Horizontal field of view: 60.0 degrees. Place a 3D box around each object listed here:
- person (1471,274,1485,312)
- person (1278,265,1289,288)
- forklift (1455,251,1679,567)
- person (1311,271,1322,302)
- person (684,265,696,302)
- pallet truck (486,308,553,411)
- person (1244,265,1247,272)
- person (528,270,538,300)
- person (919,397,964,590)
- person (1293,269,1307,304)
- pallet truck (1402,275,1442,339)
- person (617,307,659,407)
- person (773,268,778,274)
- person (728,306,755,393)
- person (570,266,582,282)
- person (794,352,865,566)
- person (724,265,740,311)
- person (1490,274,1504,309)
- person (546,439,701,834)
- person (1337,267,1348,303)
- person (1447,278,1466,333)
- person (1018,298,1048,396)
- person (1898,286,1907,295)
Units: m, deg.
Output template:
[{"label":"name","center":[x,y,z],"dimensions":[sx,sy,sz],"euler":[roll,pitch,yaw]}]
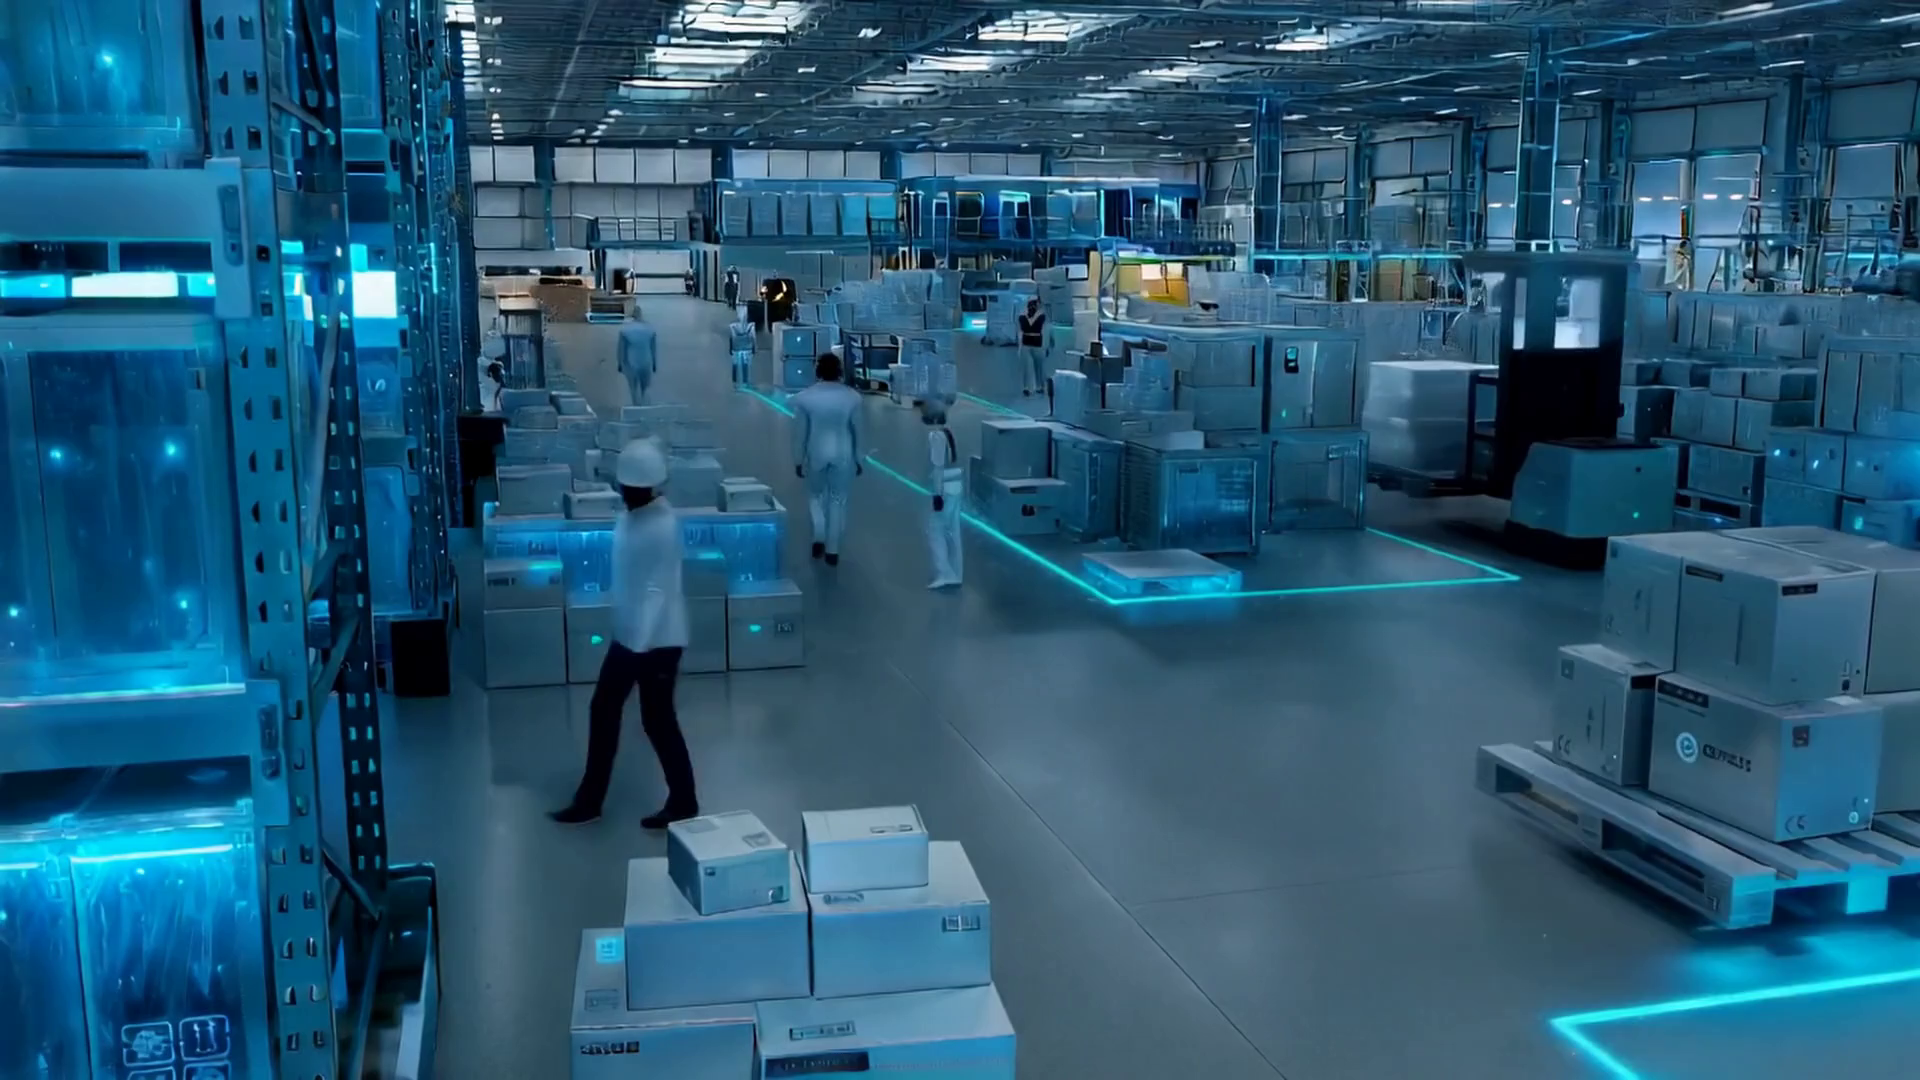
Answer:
[{"label":"person","center":[22.838,-10.905,73.391],"dimensions":[0.550,1.643,0.877],"euler":[-3,10,-16]},{"label":"person","center":[16.937,-13.494,87.321],"dimensions":[0.611,1.919,0.863],"euler":[1,10,4]},{"label":"forklift","center":[5.659,-1.272,15.374],"dimensions":[1.129,2.768,1.873],"euler":[-3,10,-16]},{"label":"person","center":[17.225,-12.163,80.319],"dimensions":[0.880,1.725,0.535],"euler":[9,13,40]},{"label":"person","center":[-14.067,-13.369,86.625],"dimensions":[0.605,1.908,0.425],"euler":[-4,11,-22]},{"label":"pallet truck","center":[-6.242,-2.418,24.362],"dimensions":[0.823,1.965,1.885],"euler":[1,10,3]},{"label":"person","center":[13.480,-12.030,78.802],"dimensions":[0.396,1.992,0.622],"euler":[0,10,0]},{"label":"person","center":[-19.857,-11.658,77.365],"dimensions":[0.567,1.757,0.362],"euler":[5,11,26]},{"label":"person","center":[-0.154,-0.390,13.958],"dimensions":[0.388,1.615,0.551],"euler":[1,10,8]},{"label":"person","center":[16.398,-12.080,79.691],"dimensions":[0.942,1.798,0.637],"euler":[4,11,23]},{"label":"pallet truck","center":[14.620,-7.324,52.145],"dimensions":[0.823,1.965,1.885],"euler":[8,13,40]},{"label":"person","center":[-5.394,-2.955,27.781],"dimensions":[0.673,1.855,0.960],"euler":[-3,10,-16]},{"label":"person","center":[-7.917,-10.732,71.612],"dimensions":[0.553,1.935,0.361],"euler":[-4,11,-22]},{"label":"person","center":[-4.294,-3.746,32.737],"dimensions":[0.535,1.697,0.318],"euler":[-3,10,-16]},{"label":"person","center":[-19.864,-13.290,86.382],"dimensions":[0.750,1.853,0.372],"euler":[-8,13,-38]},{"label":"person","center":[-1.188,-0.750,15.161],"dimensions":[0.652,1.906,0.812],"euler":[-1,10,-7]},{"label":"person","center":[-10.097,-11.190,73.915],"dimensions":[0.705,2.000,0.682],"euler":[1,10,5]},{"label":"person","center":[17.697,-7.734,54.509],"dimensions":[0.640,1.974,0.584],"euler":[2,10,13]},{"label":"person","center":[-1.624,0.494,8.005],"dimensions":[0.771,1.948,0.635],"euler":[-7,12,-34]},{"label":"person","center":[17.844,-11.817,77.783],"dimensions":[0.587,1.929,0.361],"euler":[1,10,4]},{"label":"person","center":[16.424,-7.717,54.883],"dimensions":[0.661,1.811,0.833],"euler":[1,10,8]},{"label":"person","center":[1.438,-3.767,32.352],"dimensions":[0.598,1.885,0.943],"euler":[2,10,13]},{"label":"person","center":[23.740,-5.486,42.088],"dimensions":[0.388,1.883,0.580],"euler":[6,11,29]}]
